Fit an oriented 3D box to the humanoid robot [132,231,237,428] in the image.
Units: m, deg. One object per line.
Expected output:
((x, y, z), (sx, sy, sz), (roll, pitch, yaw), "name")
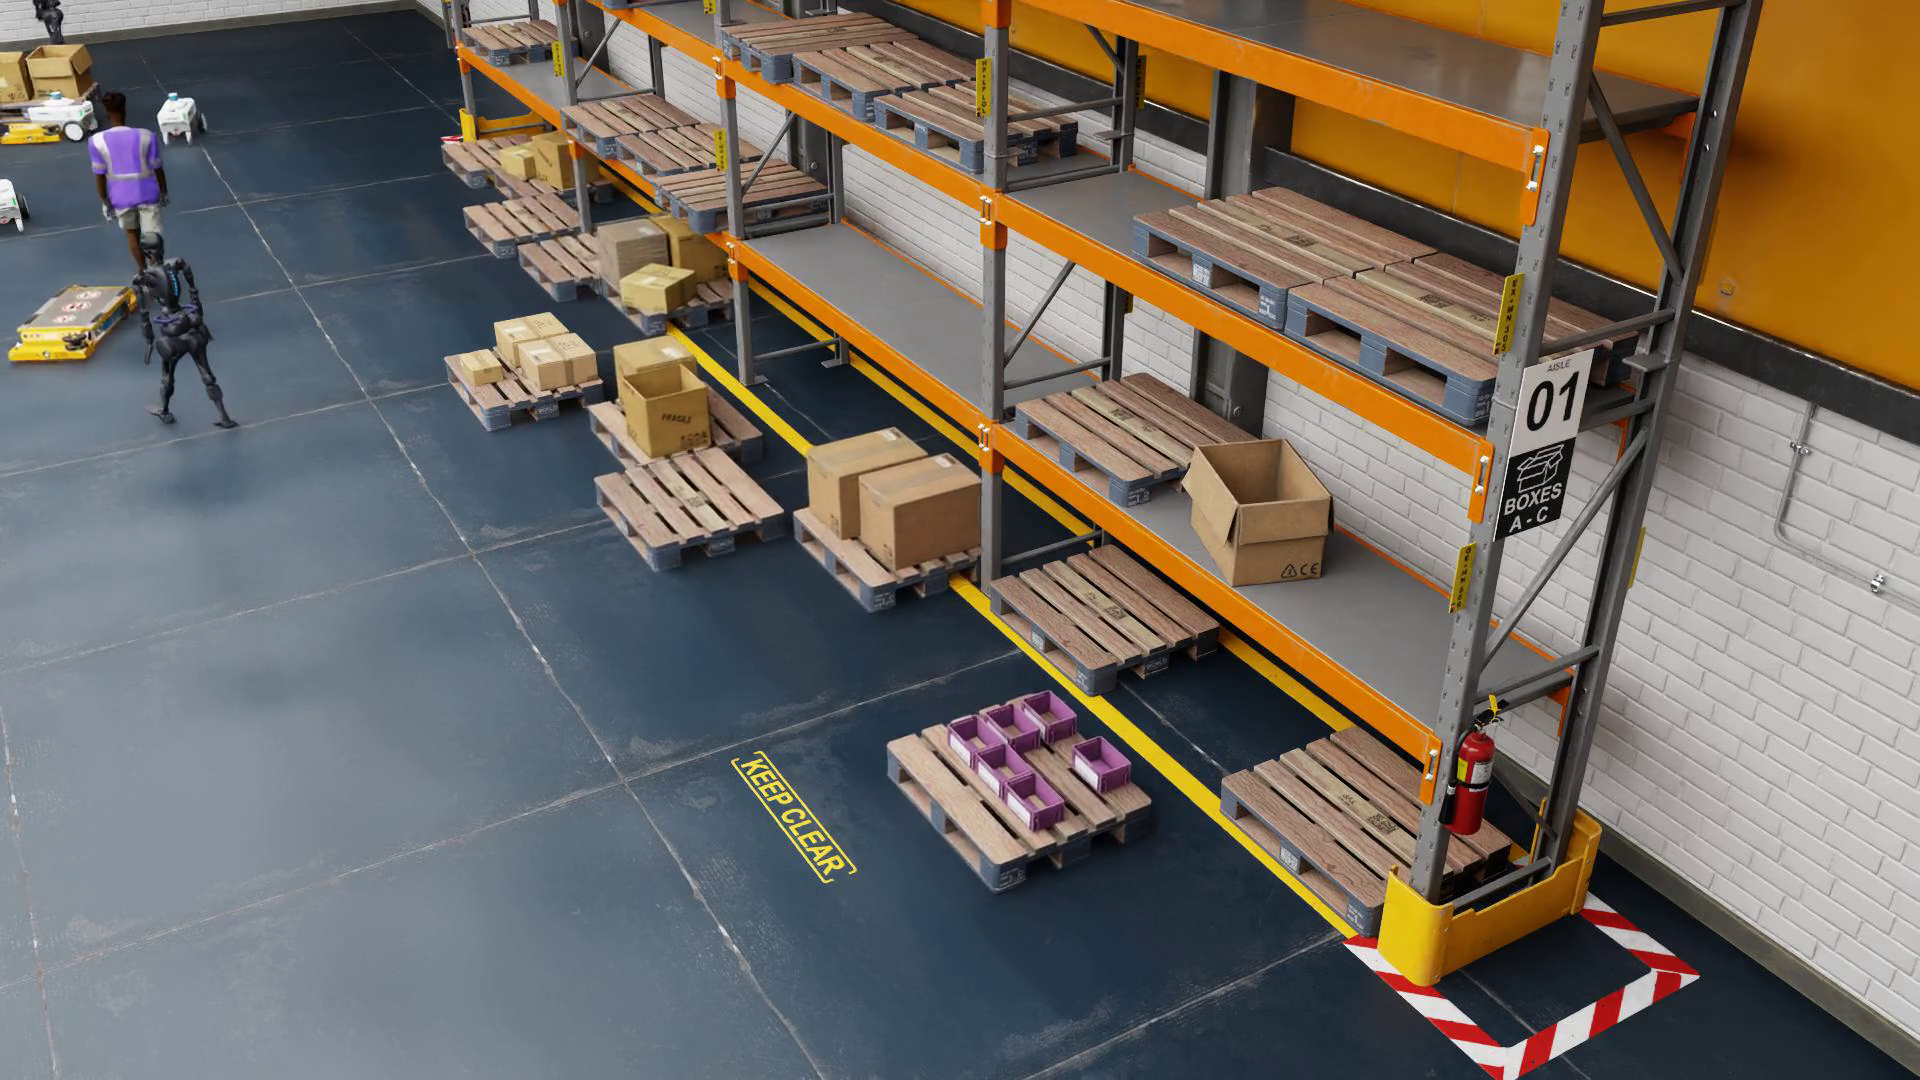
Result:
((-6.241, -1.673, 13.193), (0.771, 1.622, 0.589), (14, 32, 23), "humanoid robot")

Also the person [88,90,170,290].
((-7.772, -3.262, 15.688), (0.607, 1.941, 0.596), (-11, 31, -18), "person")

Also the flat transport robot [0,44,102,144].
((-11.524, -5.280, 20.954), (0.659, 0.231, 1.431), (-6, 30, -10), "flat transport robot")

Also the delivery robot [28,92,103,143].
((-11.114, -5.242, 20.588), (0.777, 0.587, 0.499), (1, 30, 1), "delivery robot")

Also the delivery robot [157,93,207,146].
((-9.651, -5.213, 20.533), (0.499, 0.583, 0.767), (-7, 30, -12), "delivery robot")

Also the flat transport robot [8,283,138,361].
((-8.048, -1.996, 15.156), (0.659, 0.231, 1.431), (-2, 30, -4), "flat transport robot")

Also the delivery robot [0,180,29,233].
((-10.195, -3.579, 17.638), (0.499, 0.572, 0.747), (-16, 33, -26), "delivery robot")

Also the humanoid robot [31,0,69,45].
((-12.839, -7.508, 23.457), (0.604, 1.638, 0.418), (21, 36, 32), "humanoid robot")
